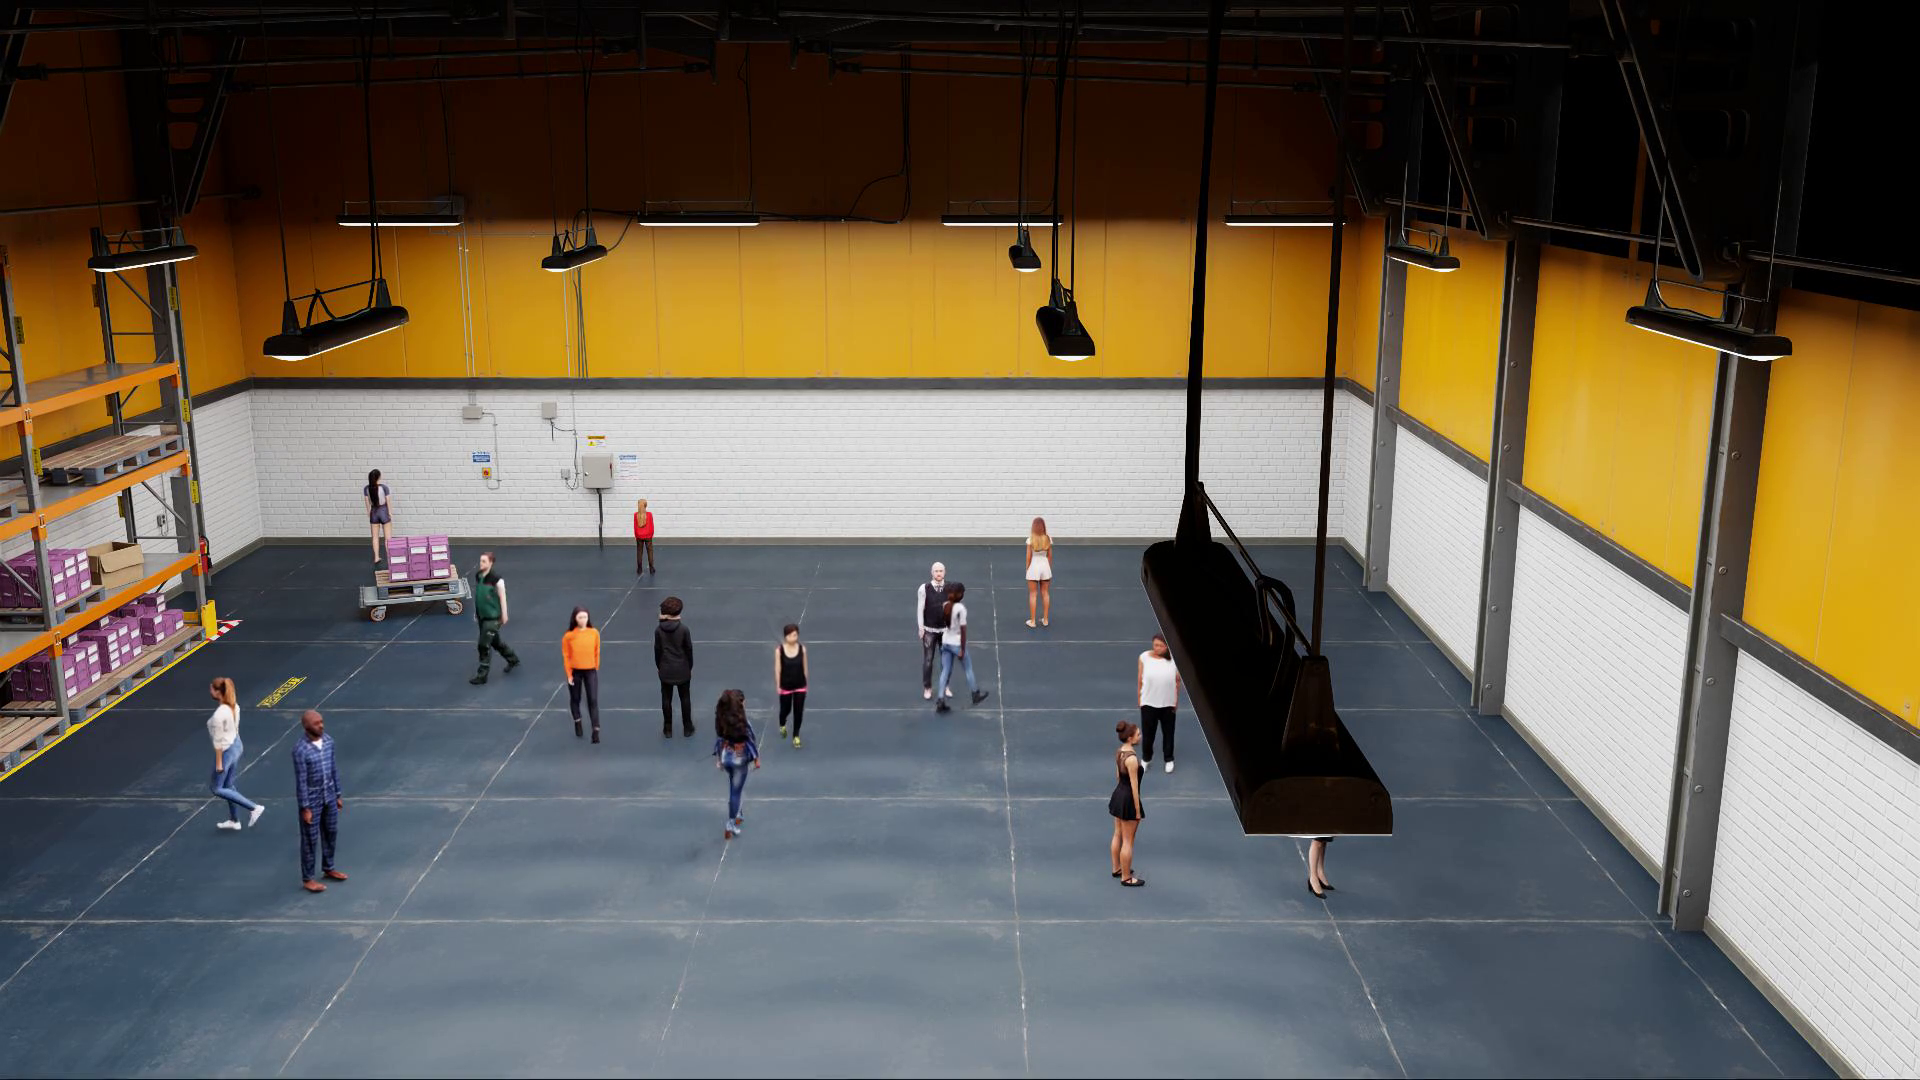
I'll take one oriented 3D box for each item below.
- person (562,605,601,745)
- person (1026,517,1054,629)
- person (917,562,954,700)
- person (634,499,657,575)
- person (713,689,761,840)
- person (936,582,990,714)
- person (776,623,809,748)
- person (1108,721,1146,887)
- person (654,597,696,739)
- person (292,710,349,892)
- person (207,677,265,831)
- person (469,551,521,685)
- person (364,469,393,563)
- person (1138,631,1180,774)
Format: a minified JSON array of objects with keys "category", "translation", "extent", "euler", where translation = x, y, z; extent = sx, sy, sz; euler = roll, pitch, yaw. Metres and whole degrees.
[{"category":"person","translation":[-4.659,1.629,20.359],"extent":[0.906,1.706,1.182],"euler":[-5,15,-21]},{"category":"person","translation":[1.192,0.472,25.158],"extent":[0.622,1.697,0.630],"euler":[-4,14,-15]},{"category":"person","translation":[-0.293,1.182,21.958],"extent":[0.745,1.824,0.686],"euler":[-3,14,-14]},{"category":"person","translation":[-5.373,-0.072,28.289],"extent":[0.491,1.280,0.485],"euler":[-1,14,-3]},{"category":"person","translation":[-2.410,2.369,17.518],"extent":[0.787,1.605,0.843],"euler":[9,16,32]},{"category":"person","translation":[-0.133,1.399,21.351],"extent":[1.052,1.687,1.121],"euler":[12,18,42]},{"category":"person","translation":[-2.049,1.743,20.243],"extent":[0.644,1.541,0.743],"euler":[-4,14,-18]},{"category":"person","translation":[1.652,2.588,16.467],"extent":[0.698,1.674,0.584],"euler":[-4,14,-16]},{"category":"person","translation":[-3.512,1.563,20.473],"extent":[0.632,1.781,0.611],"euler":[-1,14,-4]},{"category":"person","translation":[-6.349,2.534,16.394],"extent":[0.809,1.815,0.685],"euler":[7,15,26]},{"category":"person","translation":[-7.684,2.291,17.621],"extent":[0.673,1.708,0.720],"euler":[0,14,1]},{"category":"person","translation":[-6.345,1.022,22.648],"extent":[1.076,1.810,1.206],"euler":[11,17,38]},{"category":"person","translation":[-10.108,-0.424,28.959],"extent":[0.594,1.650,0.516],"euler":[1,14,3]},{"category":"person","translation":[2.328,1.870,19.408],"extent":[0.685,1.687,0.651],"euler":[2,14,9]}]
